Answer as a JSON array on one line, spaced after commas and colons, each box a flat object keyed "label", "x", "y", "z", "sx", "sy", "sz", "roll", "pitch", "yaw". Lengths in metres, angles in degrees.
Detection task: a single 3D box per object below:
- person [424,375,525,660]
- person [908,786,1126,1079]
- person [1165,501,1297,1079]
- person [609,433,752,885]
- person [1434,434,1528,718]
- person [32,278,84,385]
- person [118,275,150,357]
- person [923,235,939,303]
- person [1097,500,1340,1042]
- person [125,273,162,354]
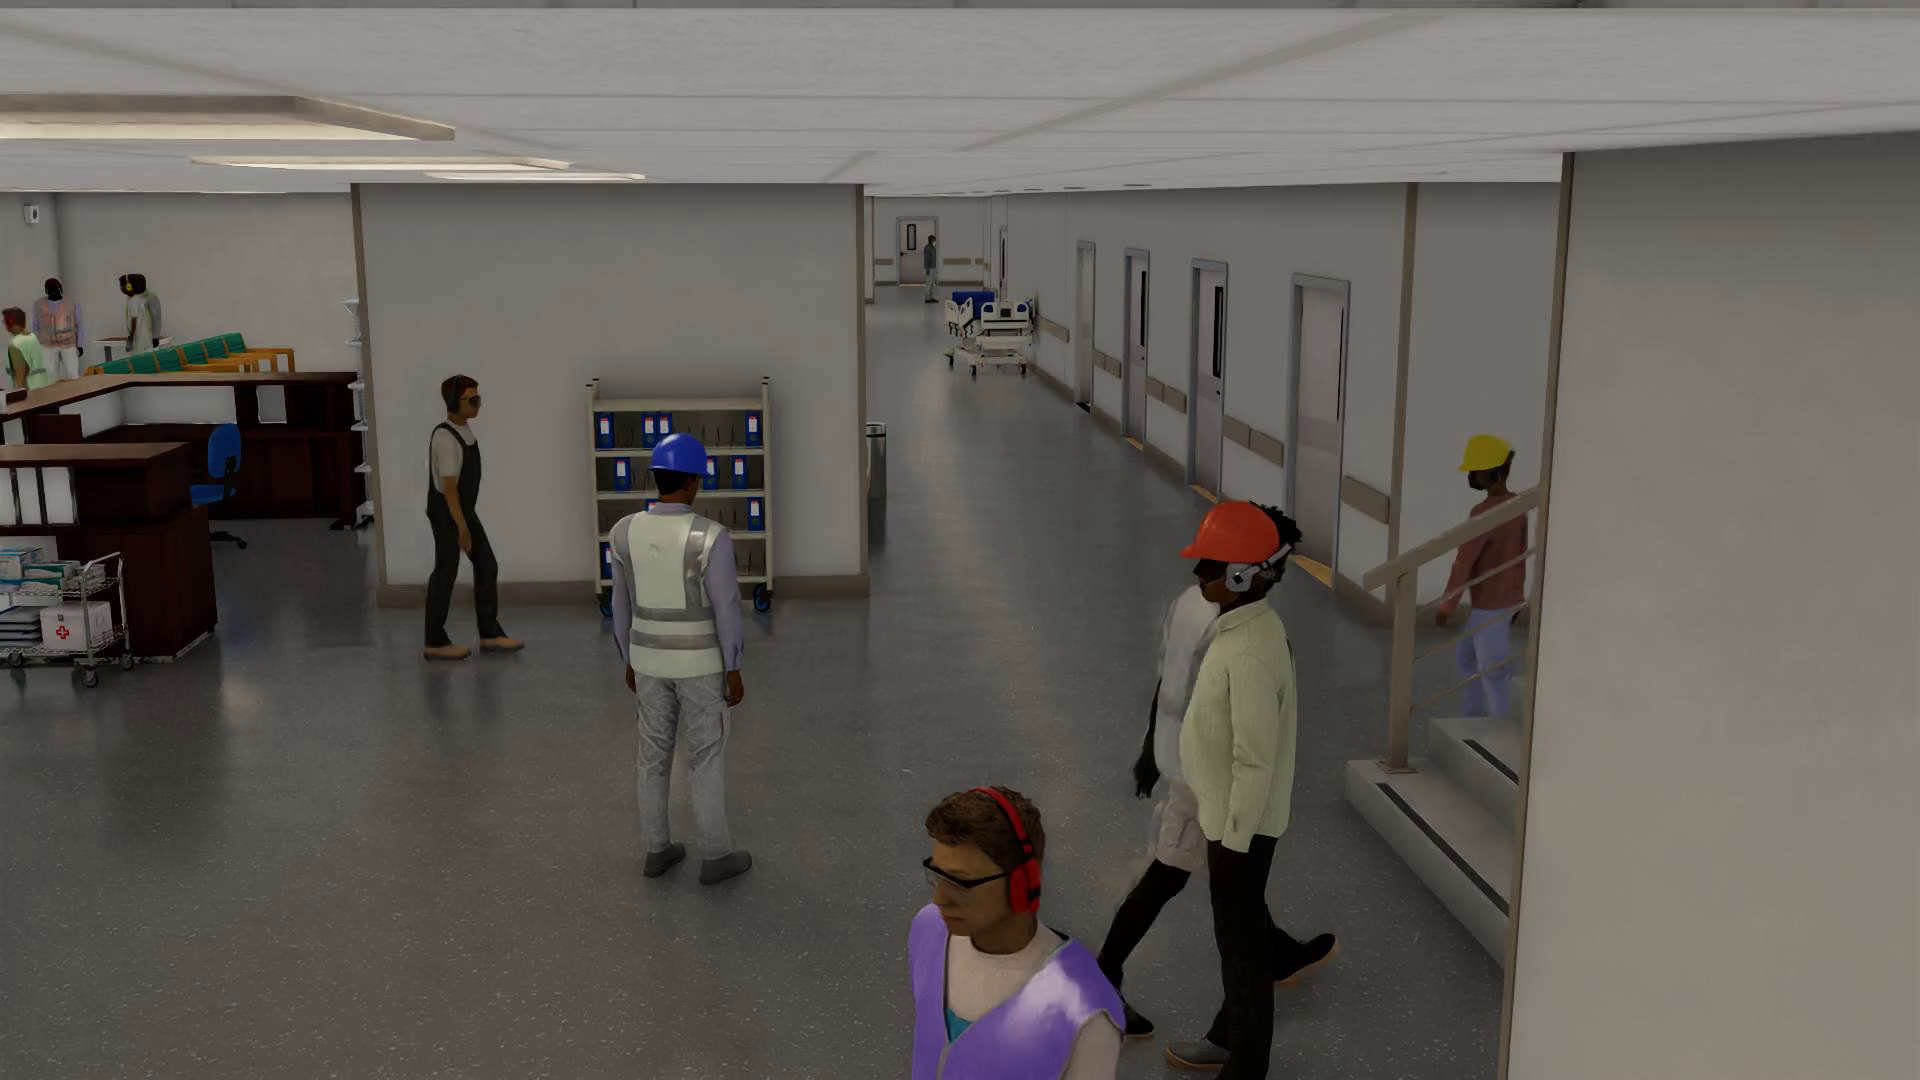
[{"label": "person", "x": -3.095, "y": -0.128, "z": 10.499, "sx": 0.749, "sy": 1.824, "sz": 0.564, "roll": 0, "pitch": 12, "yaw": 0}, {"label": "person", "x": 0.101, "y": 1.349, "z": 3.273, "sx": 0.376, "sy": 1.836, "sz": 0.564, "roll": -8, "pitch": 14, "yaw": -35}, {"label": "person", "x": 0.864, "y": 0.859, "z": 5.276, "sx": 0.377, "sy": 1.995, "sz": 0.608, "roll": 1, "pitch": 12, "yaw": 6}, {"label": "person", "x": -1.187, "y": 0.514, "z": 7.102, "sx": 0.603, "sy": 1.938, "sz": 0.402, "roll": 5, "pitch": 12, "yaw": 21}, {"label": "person", "x": 2.653, "y": 0.318, "z": 8.575, "sx": 0.648, "sy": 1.734, "sz": 0.521, "roll": 9, "pitch": 15, "yaw": 37}, {"label": "person", "x": -12.453, "y": -2.689, "z": 22.995, "sx": 0.626, "sy": 1.844, "sz": 0.429, "roll": -4, "pitch": 12, "yaw": -20}, {"label": "person", "x": -11.841, "y": -2.894, "z": 23.990, "sx": 0.466, "sy": 1.849, "sz": 0.497, "roll": -6, "pitch": 13, "yaw": -27}, {"label": "person", "x": -0.838, "y": -7.697, "z": 47.265, "sx": 0.382, "sy": 1.929, "sz": 0.634, "roll": 4, "pitch": 12, "yaw": 19}, {"label": "person", "x": 0.905, "y": 0.790, "z": 5.885, "sx": 1.061, "sy": 1.895, "sz": 0.692, "roll": -2, "pitch": 12, "yaw": -10}, {"label": "person", "x": -12.049, "y": -3.004, "z": 24.540, "sx": 0.634, "sy": 1.839, "sz": 0.429, "roll": 7, "pitch": 13, "yaw": 30}]
